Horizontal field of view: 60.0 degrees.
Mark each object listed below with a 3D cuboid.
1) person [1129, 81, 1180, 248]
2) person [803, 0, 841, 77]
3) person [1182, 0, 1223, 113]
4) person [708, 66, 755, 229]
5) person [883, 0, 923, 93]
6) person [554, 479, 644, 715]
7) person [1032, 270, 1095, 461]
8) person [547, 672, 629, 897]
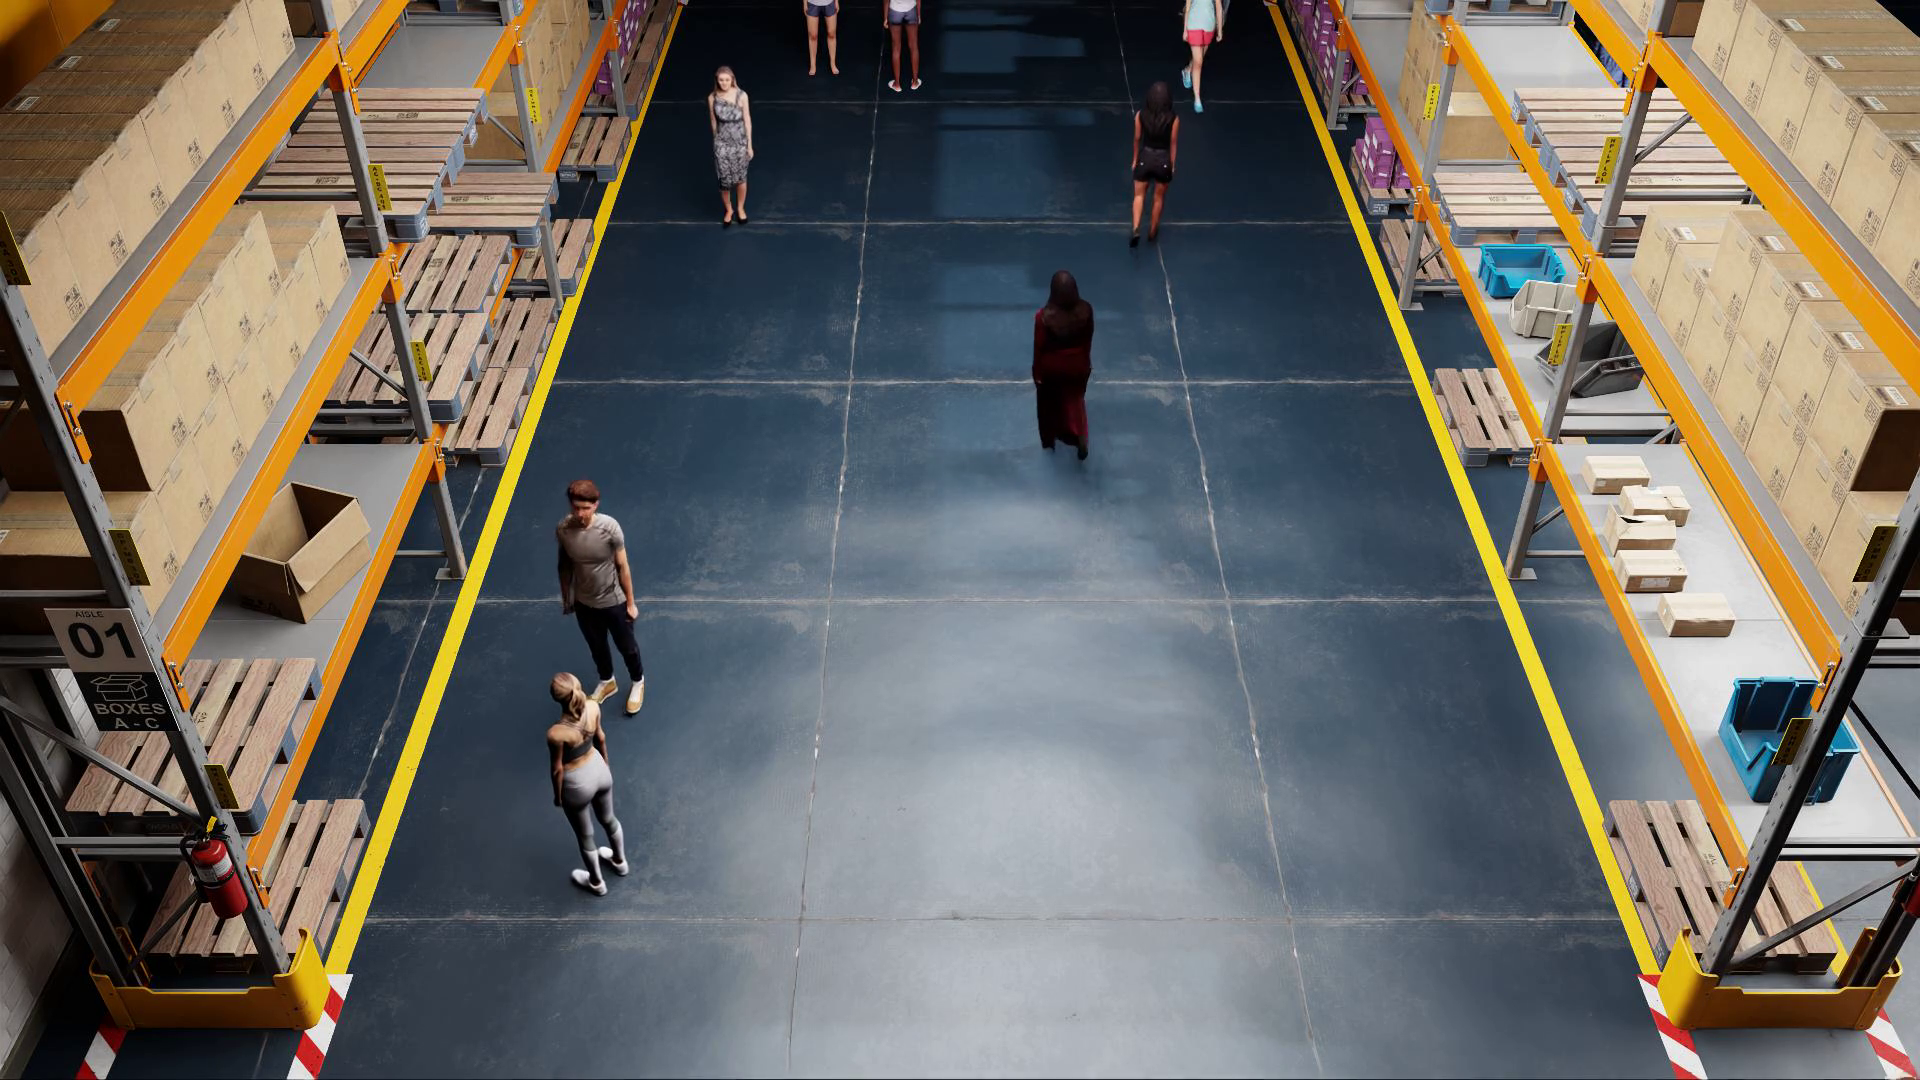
[{"bbox_3d":[1.887,-3.607,16.255,0.732,1.724,0.975,9,40,12],"label":"person"},{"bbox_3d":[-1.649,-6.393,19.757,0.624,1.706,0.571,-5,39,-7],"label":"person"},{"bbox_3d":[2.747,-5.881,19.100,0.716,1.727,1.212,-6,39,-7],"label":"person"},{"bbox_3d":[-2.278,-4.011,16.789,0.583,1.688,0.641,-2,39,-2],"label":"person"},{"bbox_3d":[-0.670,-6.092,19.369,0.653,1.721,0.625,-7,39,-9],"label":"person"},{"bbox_3d":[-2.401,0.365,11.141,0.711,1.898,0.620,10,40,12],"label":"person"},{"bbox_3d":[0.863,-1.350,13.415,0.813,1.742,0.944,-11,40,-14],"label":"person"},{"bbox_3d":[-2.239,1.451,9.938,0.691,1.704,0.608,24,45,27],"label":"person"}]
